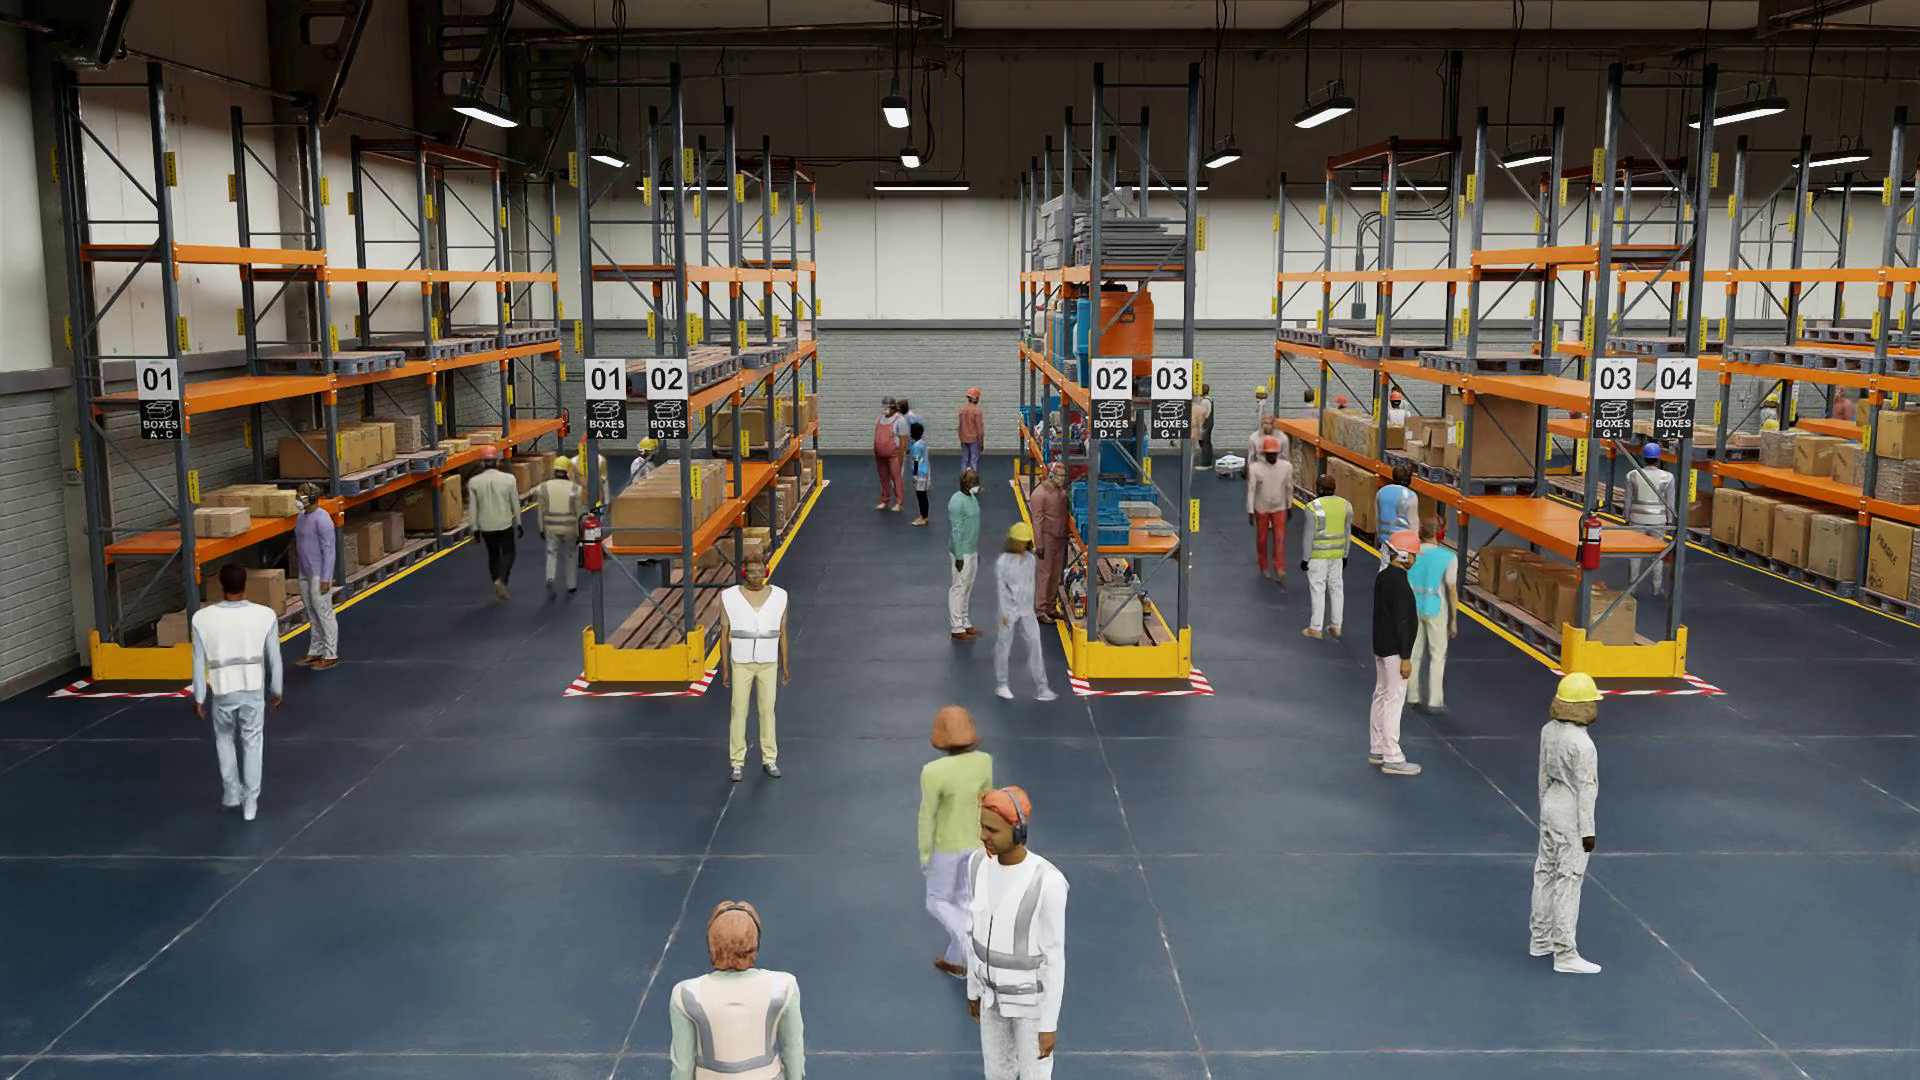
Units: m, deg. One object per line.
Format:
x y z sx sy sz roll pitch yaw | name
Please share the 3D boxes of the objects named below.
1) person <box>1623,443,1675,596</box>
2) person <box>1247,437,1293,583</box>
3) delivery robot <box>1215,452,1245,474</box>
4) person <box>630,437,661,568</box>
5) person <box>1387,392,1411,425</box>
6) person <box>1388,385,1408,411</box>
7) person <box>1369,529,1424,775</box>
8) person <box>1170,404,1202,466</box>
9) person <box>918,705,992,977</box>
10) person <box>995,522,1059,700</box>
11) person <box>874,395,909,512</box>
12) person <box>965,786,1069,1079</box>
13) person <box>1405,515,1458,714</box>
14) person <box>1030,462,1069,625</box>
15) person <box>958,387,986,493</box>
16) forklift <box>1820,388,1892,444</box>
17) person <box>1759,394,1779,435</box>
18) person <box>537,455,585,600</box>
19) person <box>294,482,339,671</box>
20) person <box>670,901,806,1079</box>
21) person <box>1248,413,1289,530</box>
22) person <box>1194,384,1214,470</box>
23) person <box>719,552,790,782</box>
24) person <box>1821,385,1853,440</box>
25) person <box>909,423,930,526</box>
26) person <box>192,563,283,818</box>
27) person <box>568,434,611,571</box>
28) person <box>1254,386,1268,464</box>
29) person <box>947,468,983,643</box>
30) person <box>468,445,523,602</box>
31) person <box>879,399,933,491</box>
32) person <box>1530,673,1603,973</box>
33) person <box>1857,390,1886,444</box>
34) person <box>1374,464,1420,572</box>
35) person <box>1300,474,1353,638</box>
8.730 -0.258 21.089 0.608 1.950 0.379 5 10 27 | person
4.122 -0.395 22.022 0.639 1.929 1.044 0 9 1 | person
5.435 -1.531 33.454 0.477 0.478 0.707 7 11 38 | delivery robot
-4.373 -0.530 23.259 0.403 1.822 0.588 1 9 9 | person
8.152 -1.816 31.196 0.543 1.929 0.387 0 9 3 | person
9.011 -2.272 34.359 0.325 1.861 0.509 -8 12 -41 | person
3.553 0.899 13.538 0.391 1.986 0.609 -1 9 -4 | person
4.403 -2.043 32.730 0.601 1.895 0.814 -2 9 -15 | person
0.011 1.735 9.350 0.507 1.620 0.549 -7 11 -38 | person
0.598 0.698 15.707 0.496 1.716 0.807 -5 10 -32 | person
-1.241 -1.514 28.885 0.682 2.000 0.535 8 12 42 | person
0.227 1.957 7.085 0.346 1.879 0.576 -8 12 -41 | person
4.319 0.685 15.367 0.570 1.843 0.372 8 12 43 | person
1.079 0.029 19.446 0.401 1.893 0.654 6 11 35 | person
0.233 -1.880 31.385 0.395 1.993 0.614 -8 12 -41 | person
20.072 -3.110 36.462 1.873 2.768 1.129 0 9 0 | forklift
16.324 -2.089 33.579 0.320 1.731 0.489 0 9 -2 | person
-5.004 -0.153 20.865 0.593 1.812 0.756 -1 9 -5 | person
-6.647 0.365 17.119 0.636 1.939 0.363 8 12 42 | person
-0.846 2.184 6.379 0.514 1.641 0.307 -2 9 -13 | person
4.989 -1.120 26.876 0.655 1.883 0.629 3 9 19 | person
5.184 -2.386 35.153 0.348 1.839 0.503 4 10 26 | person
-1.646 0.998 13.342 0.563 1.848 0.389 -3 9 -18 | person
18.307 -2.313 34.648 0.875 1.868 0.675 -2 9 -12 | person
-0.666 -1.078 27.216 0.322 1.690 0.532 1 9 8 | person
-5.415 1.104 12.482 0.633 1.896 0.694 -4 10 -25 | person
-5.163 -0.521 22.916 0.636 1.898 0.825 -1 9 -5 | person
6.503 -2.465 35.972 0.305 1.741 0.498 3 9 20 | person
0.062 0.157 18.484 0.371 1.934 0.627 3 9 17 | person
-5.741 -0.179 20.530 0.639 1.970 0.627 0 9 -2 | person
-0.986 -1.791 31.551 1.034 1.779 0.645 -4 10 -23 | person
3.538 1.623 9.654 0.295 1.744 0.484 -2 9 -11 | person
18.304 -2.116 33.354 0.625 1.859 1.062 -1 9 -9 | person
5.170 0.026 19.617 0.430 1.844 0.624 -5 10 -30 | person
4.081 0.180 18.633 0.634 1.839 0.429 -4 10 -23 | person
